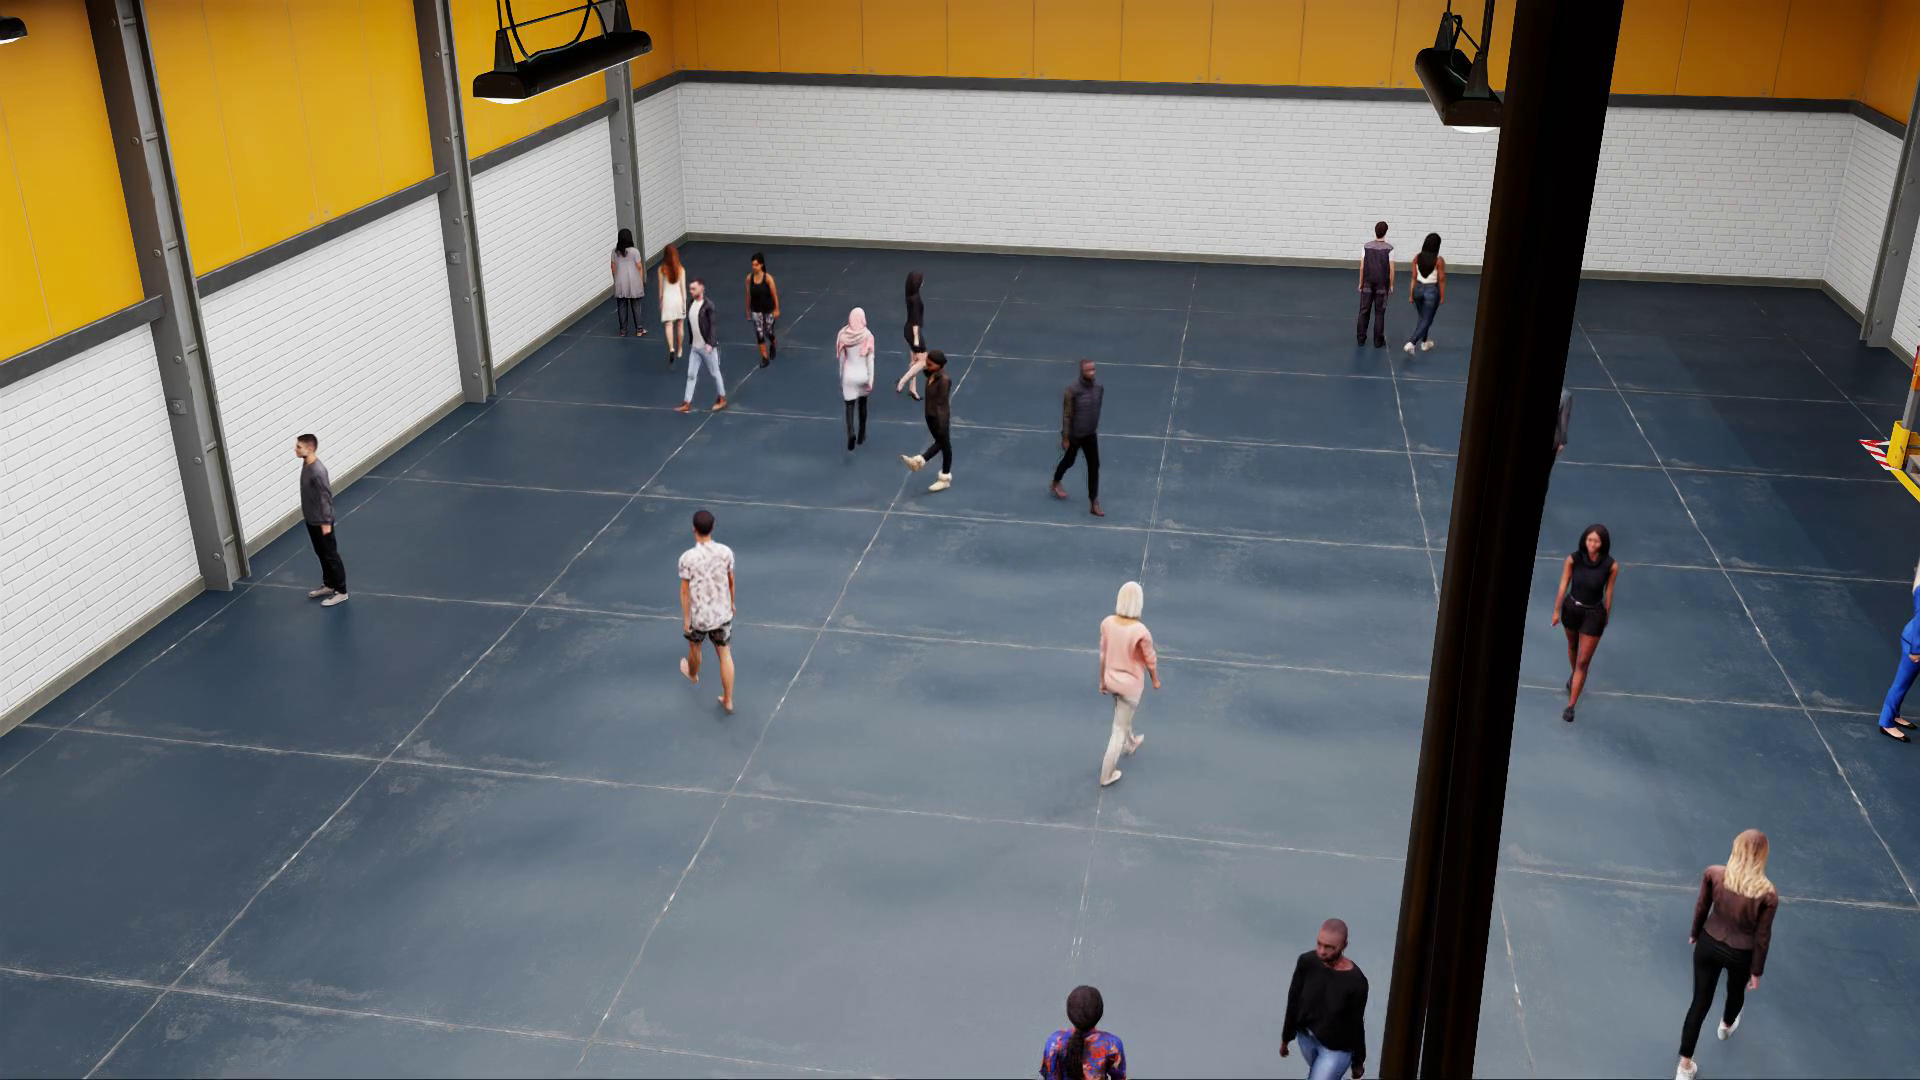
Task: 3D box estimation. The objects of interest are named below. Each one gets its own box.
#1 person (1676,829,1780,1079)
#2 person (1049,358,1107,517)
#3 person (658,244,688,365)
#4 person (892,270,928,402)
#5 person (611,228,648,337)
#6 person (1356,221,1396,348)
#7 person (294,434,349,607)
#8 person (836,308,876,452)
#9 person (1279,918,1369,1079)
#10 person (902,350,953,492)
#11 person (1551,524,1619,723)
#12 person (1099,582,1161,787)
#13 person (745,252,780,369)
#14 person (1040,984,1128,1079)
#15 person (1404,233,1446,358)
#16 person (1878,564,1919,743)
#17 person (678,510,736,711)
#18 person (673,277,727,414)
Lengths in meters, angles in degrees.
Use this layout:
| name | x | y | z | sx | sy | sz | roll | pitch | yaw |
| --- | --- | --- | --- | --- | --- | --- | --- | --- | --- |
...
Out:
| name | x | y | z | sx | sy | sz | roll | pitch | yaw |
| --- | --- | --- | --- | --- | --- | --- | --- | --- | --- |
| person | 4.638 | 2.579 | 10.166 | 0.966 | 1.654 | 1.204 | 18 | 29 | 35 |
| person | 1.305 | -1.197 | 18.639 | 1.201 | 1.785 | 1.329 | -13 | 27 | -27 |
| person | -4.082 | -3.331 | 23.640 | 0.779 | 1.689 | 1.126 | -3 | 24 | -6 |
| person | -0.692 | -2.676 | 22.015 | 0.802 | 1.792 | 0.750 | -4 | 24 | -9 |
| person | -4.994 | -3.877 | 24.989 | 0.628 | 1.609 | 0.643 | 3 | 24 | 7 |
| person | 6.100 | -3.759 | 24.421 | 0.717 | 1.848 | 0.665 | 10 | 26 | 23 |
| person | -6.323 | -0.222 | 16.440 | 0.748 | 1.760 | 0.702 | -18 | 29 | -35 |
| person | -1.277 | -1.928 | 20.322 | 0.719 | 1.777 | 1.072 | 1 | 24 | 3 |
| person | 2.118 | 2.853 | 9.482 | 1.235 | 1.699 | 1.056 | -22 | 32 | -40 |
| person | -0.364 | -1.385 | 19.226 | 0.820 | 1.659 | 0.870 | 20 | 31 | 39 |
| person | 5.439 | 0.662 | 14.515 | 0.872 | 1.682 | 1.277 | 12 | 26 | 25 |
| person | 1.259 | 1.190 | 13.294 | 0.905 | 1.692 | 1.082 | 19 | 30 | 36 |
| person | -2.766 | -3.277 | 23.558 | 0.622 | 1.657 | 0.702 | 5 | 24 | 12 |
| person | 0.632 | 3.158 | 8.779 | 0.609 | 1.702 | 1.066 | 5 | 24 | 12 |
| person | 6.658 | -3.482 | 23.879 | 1.078 | 1.774 | 1.257 | 22 | 32 | 40 |
| person | 8.077 | 0.861 | 14.037 | 0.774 | 1.700 | 0.658 | 18 | 30 | 36 |
| person | -2.142 | 0.651 | 14.419 | 1.101 | 1.779 | 1.213 | -12 | 26 | -26 |
| person | -3.273 | -2.542 | 21.691 | 0.961 | 1.804 | 1.193 | 15 | 28 | 30 |
